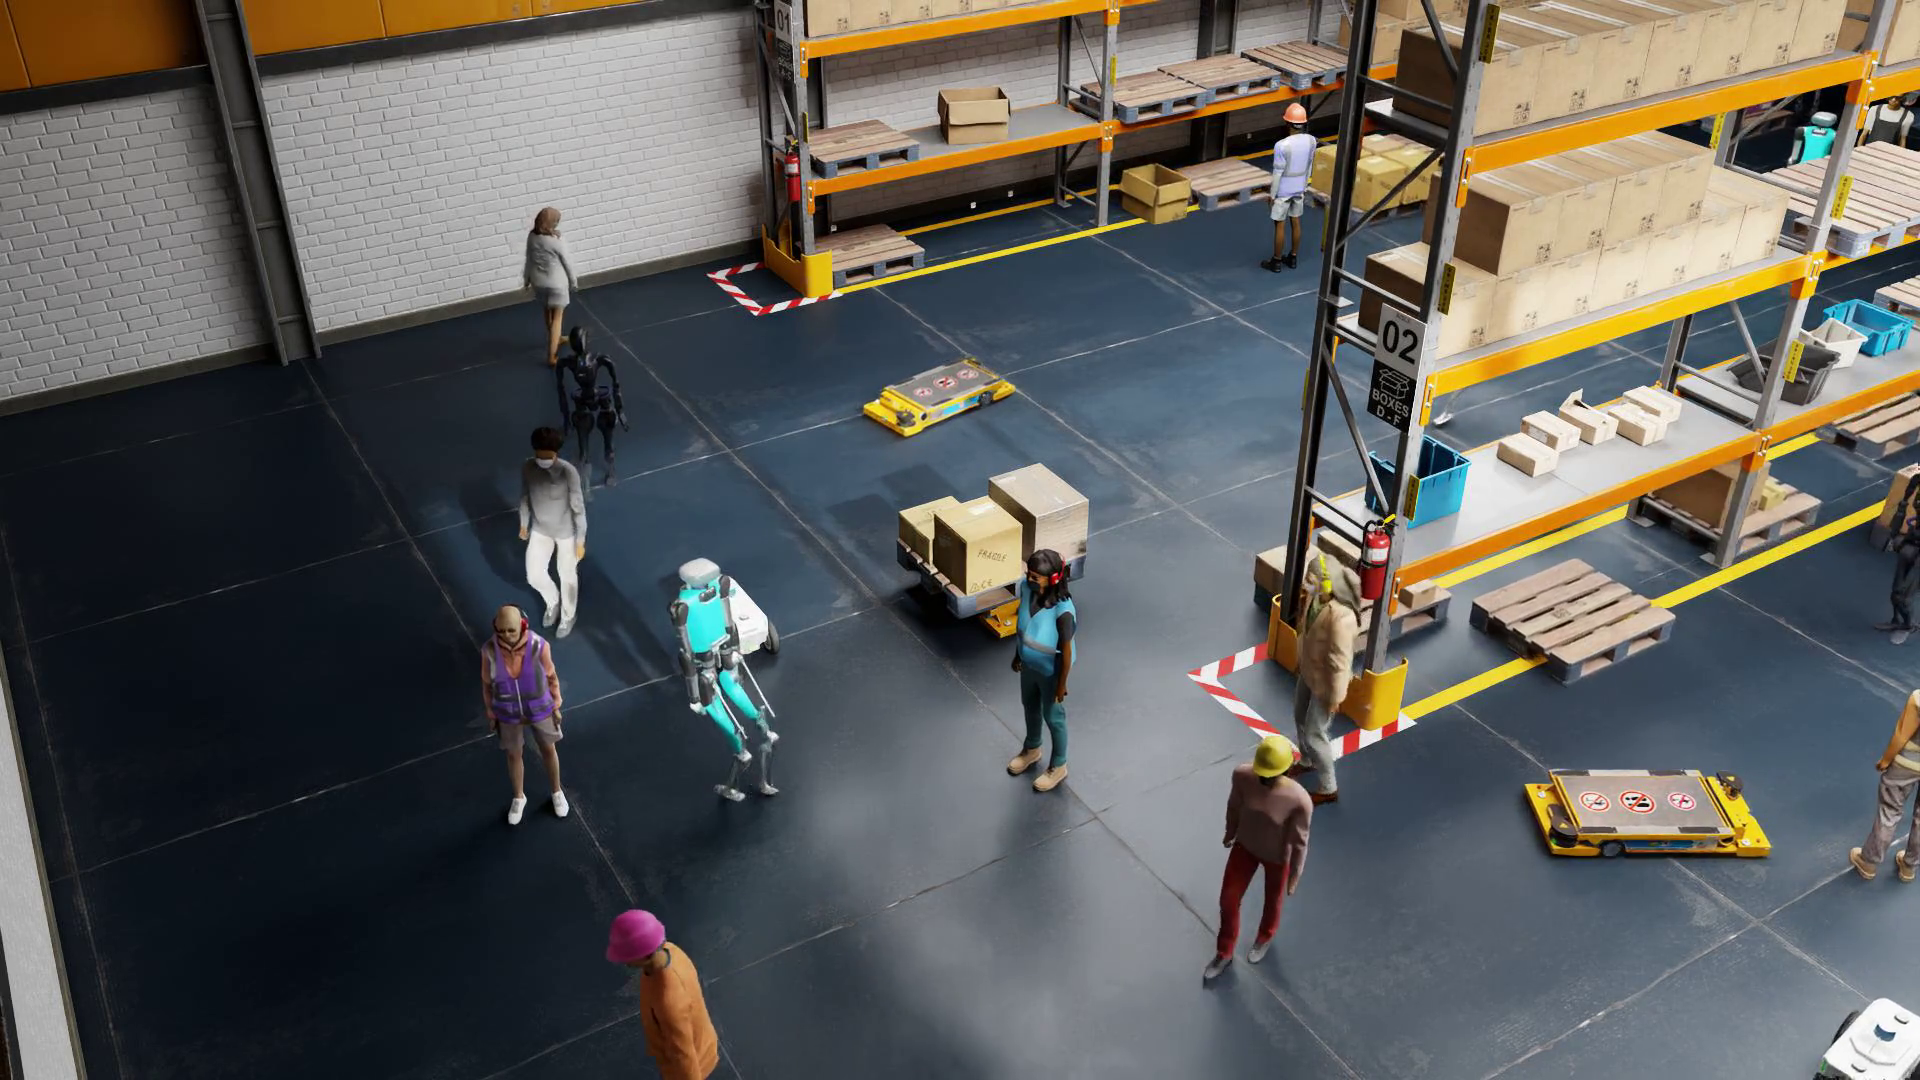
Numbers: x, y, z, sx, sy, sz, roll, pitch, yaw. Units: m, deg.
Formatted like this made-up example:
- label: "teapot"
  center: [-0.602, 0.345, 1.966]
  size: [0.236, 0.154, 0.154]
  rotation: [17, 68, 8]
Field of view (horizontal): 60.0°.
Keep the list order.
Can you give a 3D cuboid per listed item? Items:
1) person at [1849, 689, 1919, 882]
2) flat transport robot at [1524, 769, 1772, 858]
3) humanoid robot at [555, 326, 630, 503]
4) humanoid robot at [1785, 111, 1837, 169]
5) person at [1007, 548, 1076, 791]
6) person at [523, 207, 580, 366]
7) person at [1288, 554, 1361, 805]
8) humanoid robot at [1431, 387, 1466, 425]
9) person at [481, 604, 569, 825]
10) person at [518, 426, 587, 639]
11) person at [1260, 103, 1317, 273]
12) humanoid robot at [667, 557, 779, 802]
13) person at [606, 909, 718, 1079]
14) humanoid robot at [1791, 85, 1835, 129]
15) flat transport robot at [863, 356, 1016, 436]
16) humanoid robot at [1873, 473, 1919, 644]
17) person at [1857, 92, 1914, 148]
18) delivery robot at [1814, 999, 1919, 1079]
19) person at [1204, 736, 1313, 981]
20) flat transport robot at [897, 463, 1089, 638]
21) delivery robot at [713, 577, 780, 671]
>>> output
- label: "person"
  center: [6.028, 1.393, 10.440]
  size: [0.481, 1.776, 0.321]
  rotation: [5, 32, 8]
- label: "flat transport robot"
  center: [4.601, 1.835, 11.158]
  size: [1.431, 0.231, 0.659]
  rotation: [0, 32, 0]
- label: "humanoid robot"
  center: [-3.200, -1.102, 14.542]
  size: [0.593, 1.632, 0.723]
  rotation: [-2, 32, -3]
- label: "humanoid robot"
  center: [9.620, -3.965, 19.023]
  size: [0.545, 1.741, 0.908]
  rotation: [21, 38, 30]
- label: "person"
  center: [0.564, 0.851, 11.237]
  size: [0.390, 1.860, 0.509]
  rotation: [-22, 38, -31]
- label: "person"
  center: [-4.182, -2.618, 16.976]
  size: [0.552, 1.622, 0.707]
  rotation: [11, 34, 16]
- label: "person"
  center: [2.426, 0.914, 11.143]
  size: [0.395, 1.850, 0.586]
  rotation: [-6, 33, -9]
- label: "humanoid robot"
  center: [4.643, -1.845, 15.677]
  size: [0.724, 1.827, 0.551]
  rotation: [-19, 37, -27]
- label: "person"
  center: [-2.854, 1.134, 10.932]
  size: [0.482, 1.693, 0.348]
  rotation: [-5, 32, -9]
- label: "person"
  center: [-3.100, -0.077, 12.688]
  size: [0.595, 1.879, 0.449]
  rotation: [7, 33, 12]
- label: "person"
  center: [3.722, -3.988, 18.875]
  size: [0.544, 1.938, 0.355]
  rotation: [-16, 36, -24]
- label: "humanoid robot"
  center: [-1.466, 1.015, 11.118]
  size: [0.849, 1.794, 0.561]
  rotation: [19, 37, 27]
- label: "person"
  center: [-1.442, 2.608, 8.337]
  size: [0.468, 1.954, 0.534]
  rotation: [-6, 33, -9]
- label: "humanoid robot"
  center: [11.866, -6.482, 23.111]
  size: [0.609, 1.633, 0.630]
  rotation: [13, 34, 19]
- label: "flat transport robot"
  center: [-0.195, -1.425, 16.356]
  size: [1.431, 0.231, 0.659]
  rotation: [-25, 40, -34]
- label: "humanoid robot"
  center: [7.337, 0.052, 12.674]
  size: [0.361, 1.644, 0.598]
  rotation: [-10, 34, -16]
- label: "person"
  center: [10.941, -4.539, 19.840]
  size: [0.507, 1.846, 0.346]
  rotation: [18, 36, 26]
- label: "delivery robot"
  center: [5.070, 2.889, 9.224]
  size: [0.807, 0.613, 0.499]
  rotation: [-24, 40, -33]
- label: "person"
  center: [1.725, 1.876, 9.693]
  size: [0.551, 1.740, 0.688]
  rotation: [20, 37, 29]
- label: "flat transport robot"
  center: [0.222, 0.298, 13.608]
  size: [0.659, 0.231, 1.431]
  rotation: [-18, 36, -26]
- label: "delivery robot"
  center: [-1.766, 0.593, 12.843]
  size: [0.499, 0.566, 0.739]
  rotation: [-18, 36, -26]
